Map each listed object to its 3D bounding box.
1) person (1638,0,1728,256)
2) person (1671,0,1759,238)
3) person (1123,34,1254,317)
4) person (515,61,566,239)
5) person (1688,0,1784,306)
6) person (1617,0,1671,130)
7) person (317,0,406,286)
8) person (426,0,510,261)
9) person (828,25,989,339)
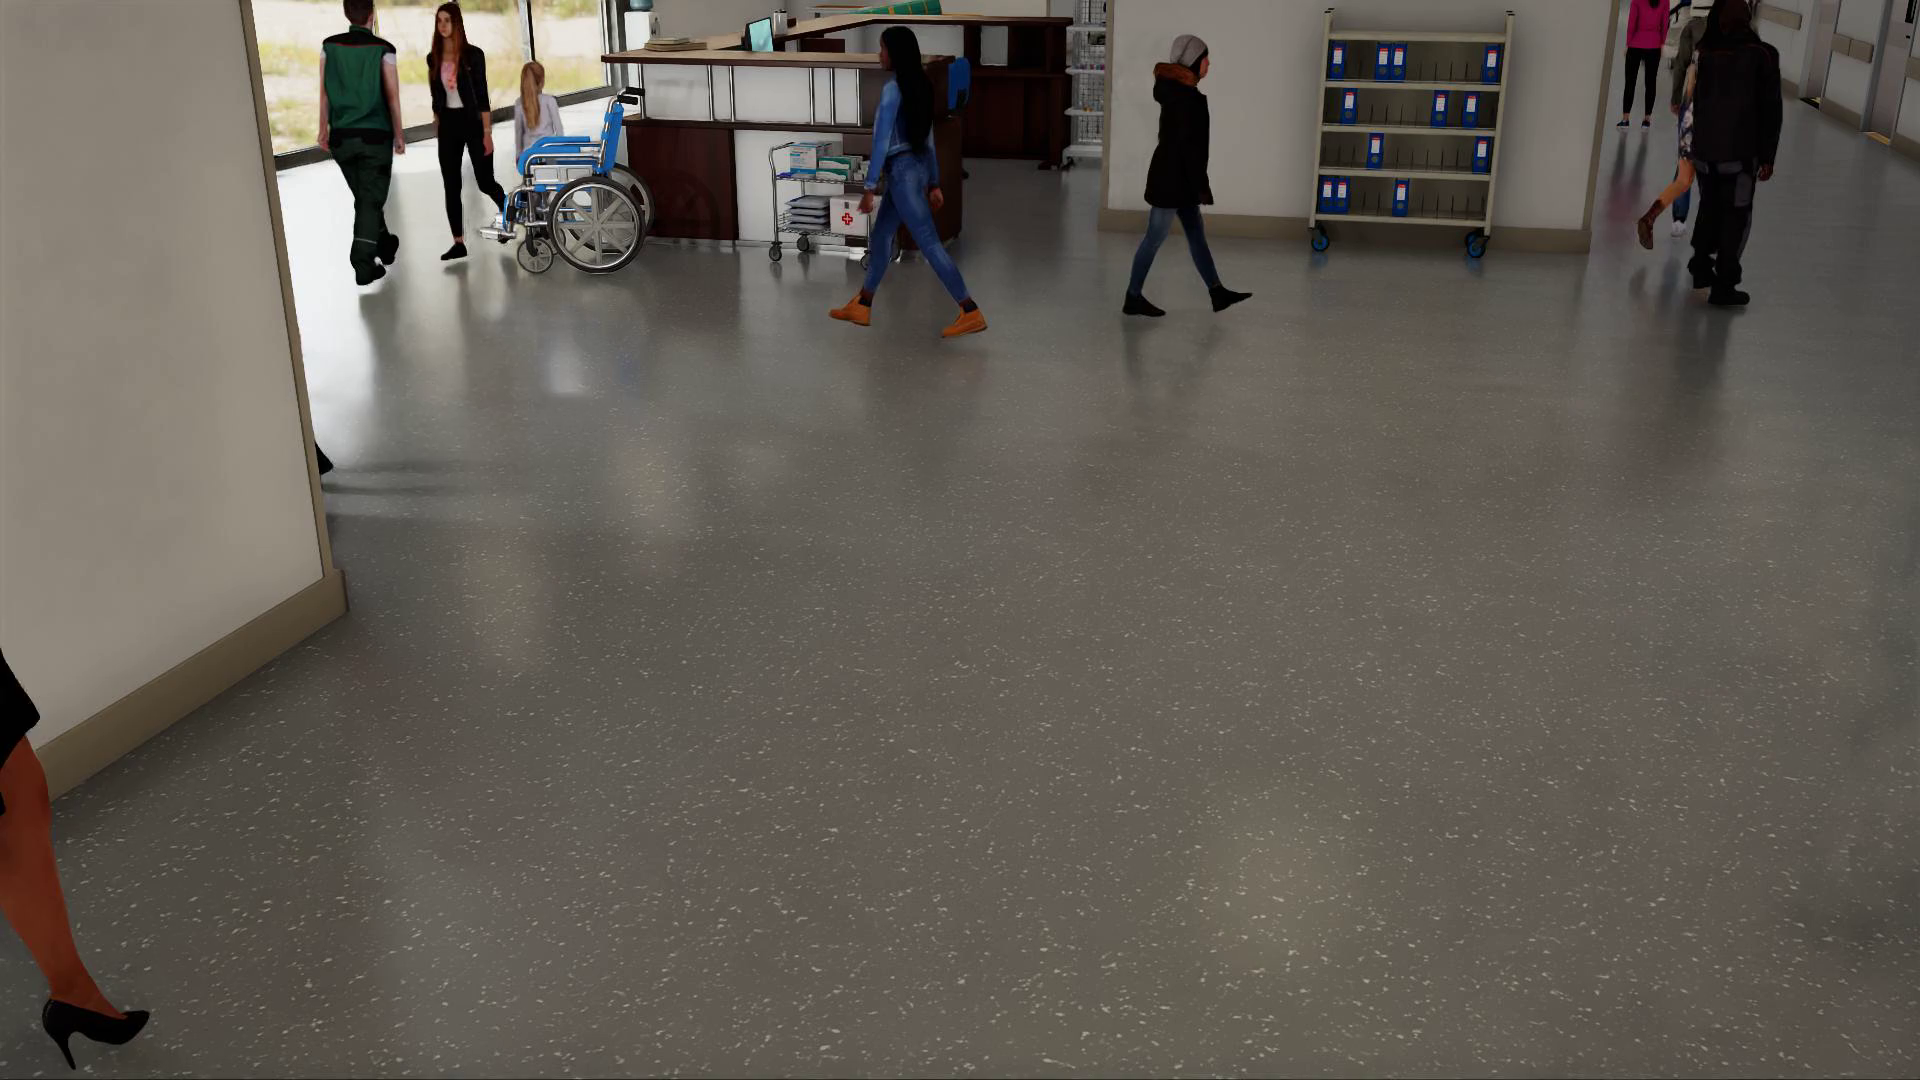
[{"bbox_3d":[5.037,-2.792,11.379,1.057,1.715,1.006,-11,23,-26],"label":"person"},{"bbox_3d":[5.348,-3.066,11.968,1.199,1.811,0.998,12,24,29],"label":"person"},{"bbox_3d":[1.167,-2.062,9.615,0.964,1.600,0.632,5,21,13],"label":"person"},{"bbox_3d":[-3.044,-2.762,11.951,0.828,1.255,0.539,5,21,14],"label":"person"},{"bbox_3d":[4.608,-2.350,10.110,0.946,1.787,0.874,-10,23,-25],"label":"person"},{"bbox_3d":[7.526,-5.397,18.281,0.537,1.699,0.669,3,21,8],"label":"person"},{"bbox_3d":[-3.840,-2.526,10.585,1.071,1.781,0.844,2,21,5],"label":"person"},{"bbox_3d":[-3.348,-2.803,11.443,0.963,1.691,0.722,6,21,15],"label":"person"},{"bbox_3d":[-0.195,-1.887,9.077,1.264,1.653,0.759,8,22,21],"label":"person"}]
